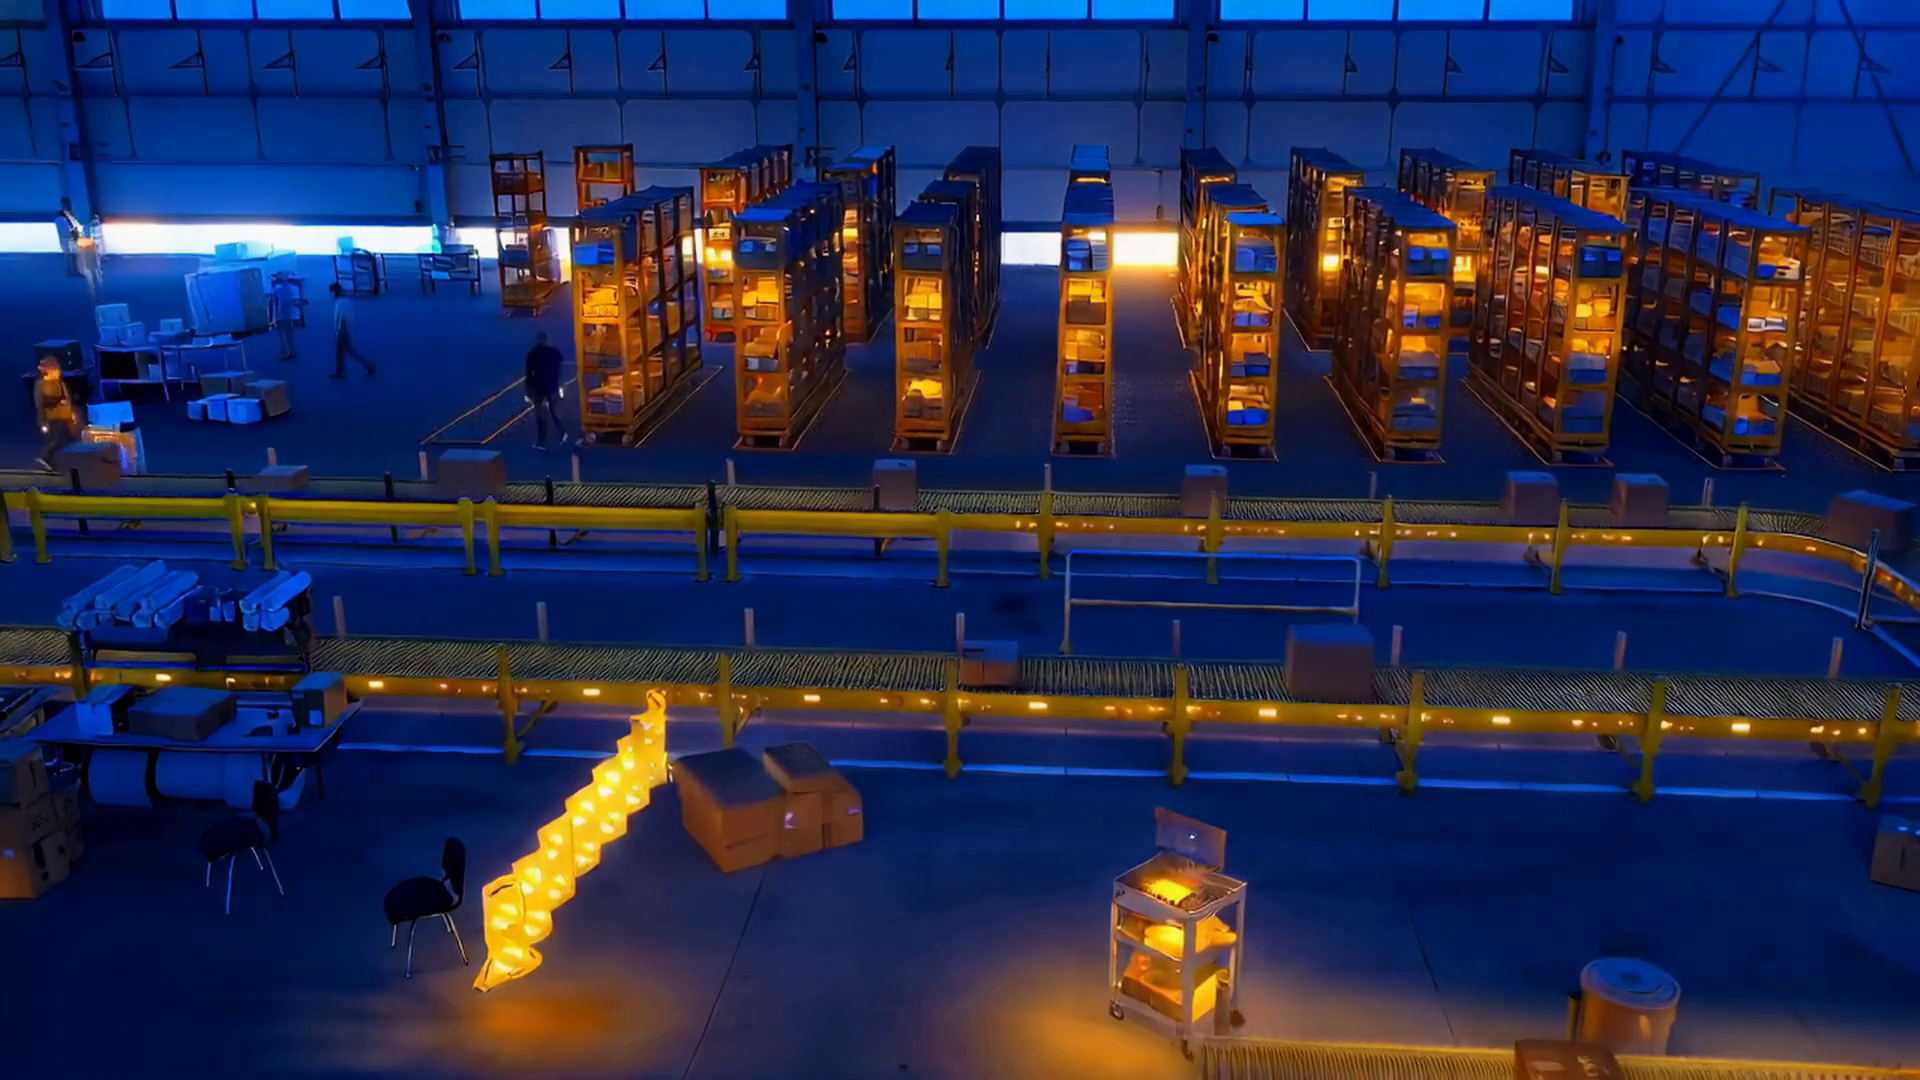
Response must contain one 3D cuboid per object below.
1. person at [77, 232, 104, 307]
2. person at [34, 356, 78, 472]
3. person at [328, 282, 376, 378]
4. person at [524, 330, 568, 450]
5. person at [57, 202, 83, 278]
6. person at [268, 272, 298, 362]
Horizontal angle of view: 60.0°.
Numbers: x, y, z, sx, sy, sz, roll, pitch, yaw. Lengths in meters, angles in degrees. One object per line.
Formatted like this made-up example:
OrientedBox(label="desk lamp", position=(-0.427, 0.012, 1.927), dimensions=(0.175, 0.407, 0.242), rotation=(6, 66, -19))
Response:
OrientedBox(label="person", position=(-20.276, -6.311, 38.755), dimensions=(0.417, 1.726, 0.497), rotation=(11, 20, 30))
OrientedBox(label="person", position=(-13.282, -1.815, 24.372), dimensions=(0.826, 1.803, 0.591), rotation=(1, 18, 3))
OrientedBox(label="person", position=(-11.406, -3.904, 30.985), dimensions=(0.810, 1.813, 0.571), rotation=(-4, 18, -13))
OrientedBox(label="person", position=(-6.407, -2.306, 25.798), dimensions=(0.531, 1.877, 0.672), rotation=(13, 22, 36))
OrientedBox(label="person", position=(-23.058, -7.778, 43.067), dimensions=(0.549, 1.936, 0.376), rotation=(12, 21, 32))
OrientedBox(label="person", position=(-13.286, -4.372, 32.560), dimensions=(0.339, 1.752, 0.564), rotation=(8, 19, 23))
